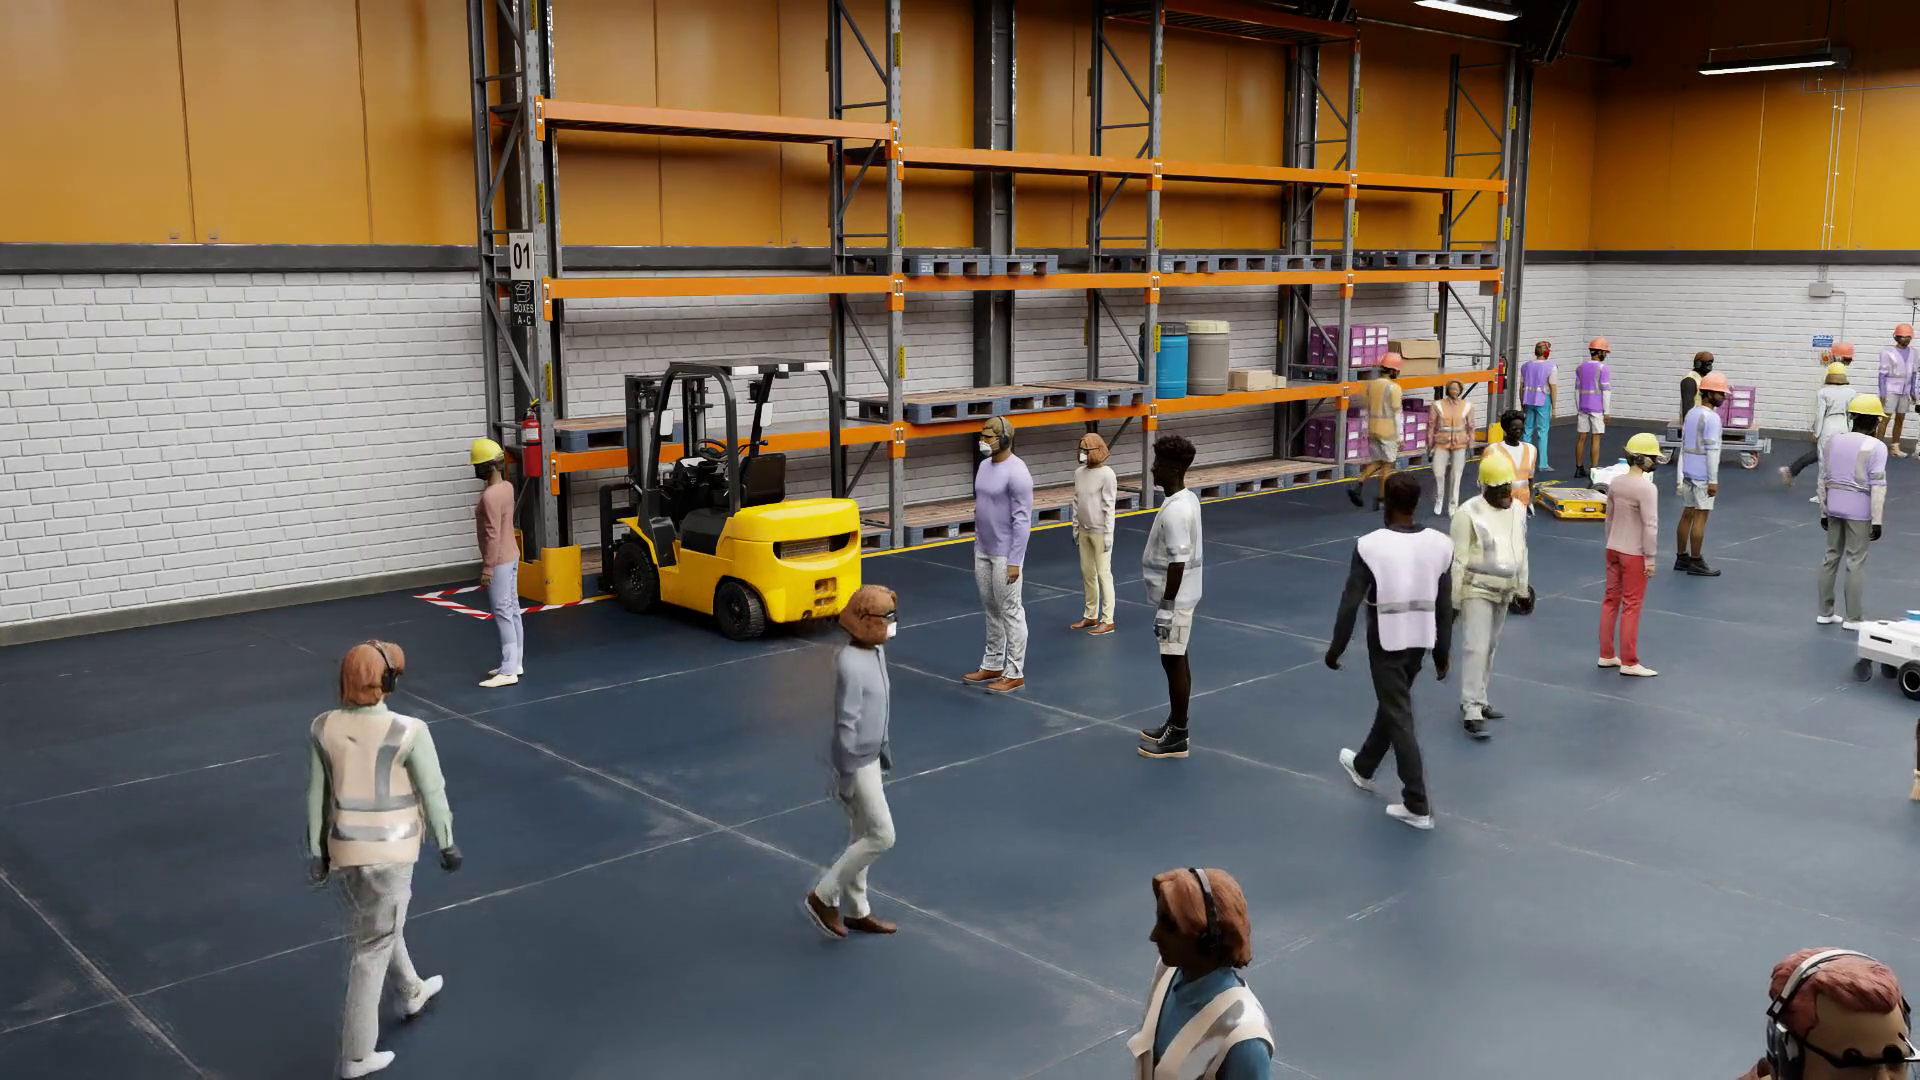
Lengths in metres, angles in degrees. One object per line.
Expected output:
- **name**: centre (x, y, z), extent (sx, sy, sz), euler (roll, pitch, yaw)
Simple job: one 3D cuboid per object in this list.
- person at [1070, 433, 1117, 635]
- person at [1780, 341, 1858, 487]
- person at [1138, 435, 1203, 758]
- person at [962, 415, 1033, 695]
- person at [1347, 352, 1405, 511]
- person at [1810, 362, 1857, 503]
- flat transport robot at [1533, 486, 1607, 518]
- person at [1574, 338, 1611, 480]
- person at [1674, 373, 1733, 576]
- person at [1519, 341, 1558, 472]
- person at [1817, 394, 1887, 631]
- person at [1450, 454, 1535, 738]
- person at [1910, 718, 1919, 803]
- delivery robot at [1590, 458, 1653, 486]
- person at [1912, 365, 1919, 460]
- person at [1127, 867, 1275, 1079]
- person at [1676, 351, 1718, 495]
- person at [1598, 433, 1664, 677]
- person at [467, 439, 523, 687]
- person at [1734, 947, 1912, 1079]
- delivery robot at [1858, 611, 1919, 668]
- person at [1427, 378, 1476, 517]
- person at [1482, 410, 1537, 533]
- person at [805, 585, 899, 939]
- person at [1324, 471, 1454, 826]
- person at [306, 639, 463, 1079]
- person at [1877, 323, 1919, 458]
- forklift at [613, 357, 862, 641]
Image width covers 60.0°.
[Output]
- **person**: centre (1.077, -0.053, 13.410), extent (0.280, 1.624, 0.494), euler (-7, 12, -34)
- **person**: centre (11.101, -1.578, 21.345), extent (0.907, 1.961, 0.619), euler (3, 10, 17)
- **person**: centre (1.285, 0.339, 10.112), extent (0.367, 1.966, 0.606), euler (2, 10, 11)
- **person**: centre (0.271, 0.099, 11.597), extent (0.372, 1.940, 0.632), euler (-5, 11, -28)
- **person**: centre (4.974, -1.267, 19.685), extent (0.537, 1.910, 0.554), euler (-5, 11, -26)
- **person**: centre (10.731, -1.316, 20.459), extent (0.489, 1.741, 0.322), euler (0, 10, 0)
- **flat transport robot**: centre (7.280, -0.451, 19.695), extent (0.652, 0.197, 1.431), euler (1, 10, 6)
- **person**: centre (8.633, -1.784, 22.650), extent (0.374, 1.929, 0.542), euler (-5, 11, -28)
- **person**: centre (7.098, -0.627, 15.873), extent (0.381, 1.931, 0.548), euler (0, 10, -1)
- **person**: centre (8.127, -1.874, 23.419), extent (0.396, 1.847, 0.565), euler (-7, 12, -37)
- **person**: centre (7.269, -0.228, 13.553), extent (0.384, 1.924, 0.589), euler (-4, 10, -21)
- **person**: centre (3.381, 0.348, 10.621), extent (0.657, 1.792, 0.656), euler (-6, 12, -34)
- **person**: centre (5.480, 0.508, 9.057), extent (0.402, 2.005, 0.639), euler (1, 10, 6)
- **delivery robot**: centre (8.103, -0.755, 20.369), extent (0.707, 0.478, 0.477), euler (3, 10, 19)
- **person**: centre (14.476, -2.067, 24.653), extent (0.642, 1.843, 0.512), euler (2, 10, 12)
- **person**: centre (0.569, 1.557, 3.937), extent (0.310, 1.638, 0.523), euler (-3, 10, -17)
- **person**: centre (9.351, -1.471, 21.079), extent (0.630, 1.840, 0.429), euler (-9, 13, -43)
- **person**: centre (4.889, 0.101, 12.099), extent (0.329, 1.765, 0.526), euler (-2, 10, -12)
- **person**: centre (-3.287, 0.161, 11.767), extent (0.324, 1.760, 0.523), euler (0, 10, -2)
- **person**: centre (1.435, 1.611, 2.843), extent (0.638, 1.909, 0.407), euler (-2, 10, -10)
- **delivery robot**: centre (6.667, 0.738, 11.630), extent (0.477, 0.478, 0.707), euler (-3, 10, -19)
- **person**: centre (5.712, -1.073, 19.346), extent (0.546, 1.625, 0.364), euler (2, 10, 13)
- **person**: centre (4.841, -0.310, 14.698), extent (0.536, 1.696, 0.322), euler (-3, 10, -15)
- **person**: centre (-0.424, 0.988, 7.344), extent (0.357, 1.619, 0.498), euler (1, 10, 7)
- **person**: centre (2.337, 0.555, 9.117), extent (0.614, 1.867, 0.977), euler (-4, 10, -20)
- **person**: centre (-2.150, 1.166, 6.320), extent (0.513, 1.602, 0.821), euler (4, 10, 21)
- **person**: centre (14.126, -2.247, 25.035), extent (0.606, 2.044, 0.386), euler (-2, 10, -9)
- **forklift**: centre (-1.847, -0.414, 13.852), extent (1.214, 2.155, 2.313), euler (-9, 13, -42)
